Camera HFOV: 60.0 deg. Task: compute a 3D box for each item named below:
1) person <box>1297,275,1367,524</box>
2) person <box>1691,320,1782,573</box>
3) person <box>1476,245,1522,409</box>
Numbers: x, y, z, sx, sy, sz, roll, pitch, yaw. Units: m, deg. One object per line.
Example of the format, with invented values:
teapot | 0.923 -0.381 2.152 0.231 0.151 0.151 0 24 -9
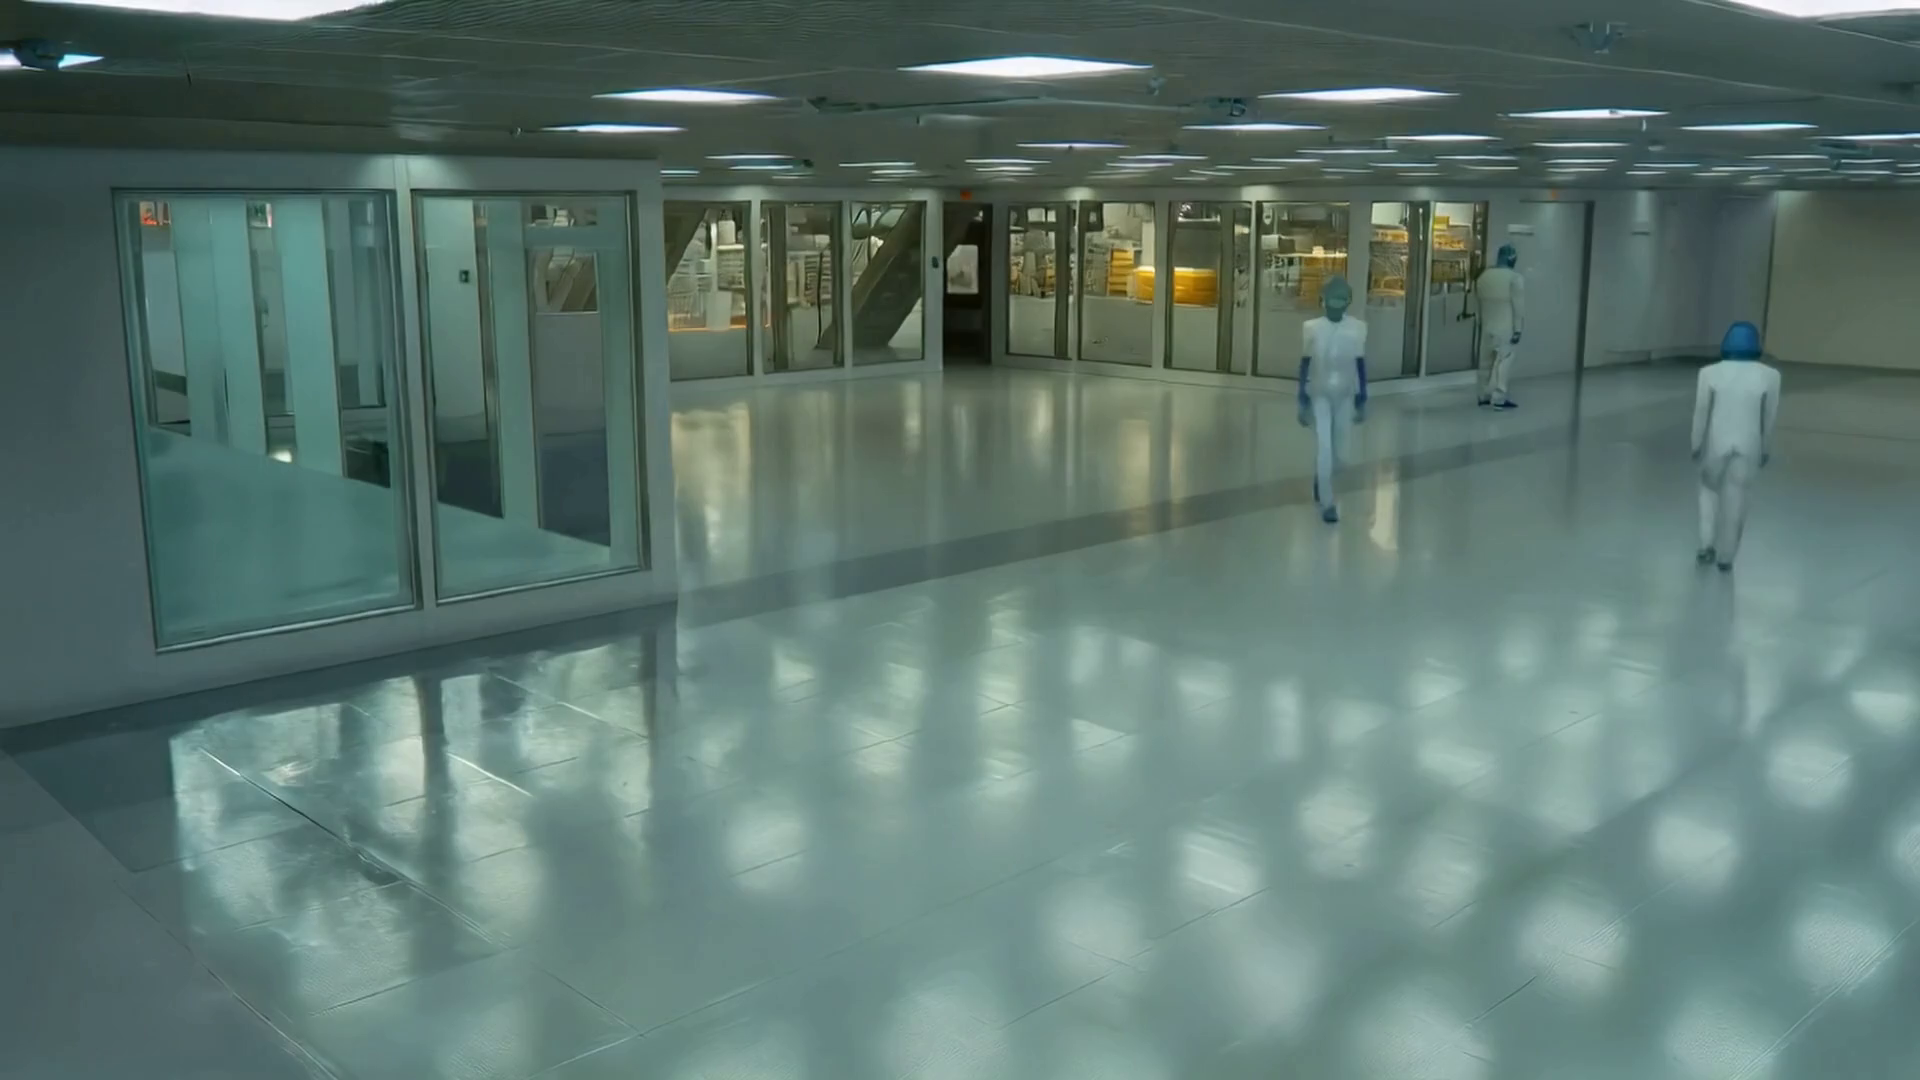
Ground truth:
person | 2.800 -1.081 12.580 0.503 1.844 0.805 0 11 1
person | 4.963 -0.596 10.680 0.508 1.616 0.417 4 12 18
person | 6.319 -2.484 19.422 0.403 1.899 0.652 -5 12 -24
